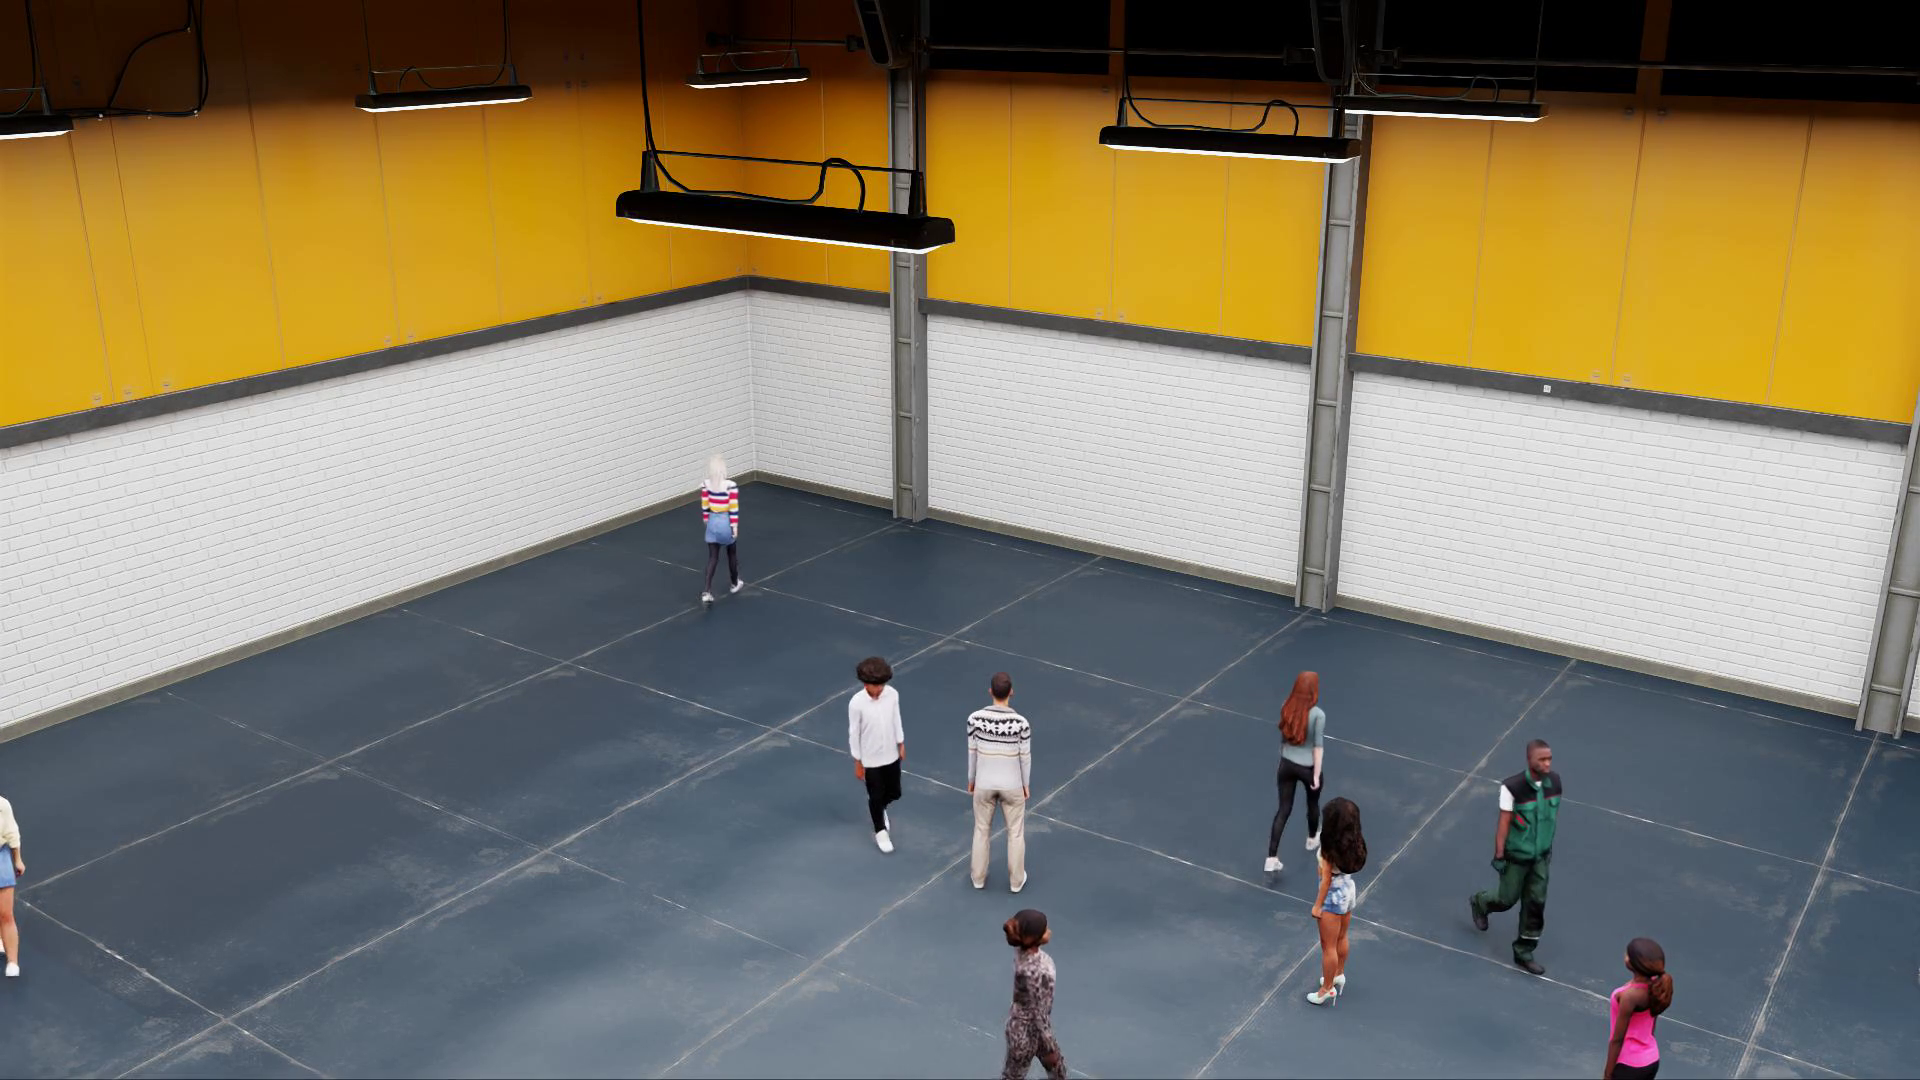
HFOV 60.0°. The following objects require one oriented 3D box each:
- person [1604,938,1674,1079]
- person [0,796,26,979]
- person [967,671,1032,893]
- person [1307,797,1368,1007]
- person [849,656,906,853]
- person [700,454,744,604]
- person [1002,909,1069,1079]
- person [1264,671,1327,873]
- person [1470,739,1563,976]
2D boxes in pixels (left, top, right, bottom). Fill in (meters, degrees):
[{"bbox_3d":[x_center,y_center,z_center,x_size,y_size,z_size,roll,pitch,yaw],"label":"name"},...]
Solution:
[{"bbox_3d":[4.066,3.162,10.028,0.632,1.723,0.654,-12,22,-31],"label":"person"},{"bbox_3d":[-7.254,2.440,12.406,1.001,1.574,1.227,-10,21,-27],"label":"person"},{"bbox_3d":[0.312,1.958,13.405,0.661,1.850,0.808,3,19,9],"label":"person"},{"bbox_3d":[2.685,2.577,11.916,0.535,1.626,0.544,12,22,33],"label":"person"},{"bbox_3d":[-0.734,1.763,14.077,0.880,1.790,0.962,-11,21,-29],"label":"person"},{"bbox_3d":[-2.872,-0.098,19.638,1.145,1.770,0.937,5,19,16],"label":"person"},{"bbox_3d":[0.334,3.069,10.375,1.098,1.679,0.933,1,19,2],"label":"person"},{"bbox_3d":[2.738,1.945,13.686,1.110,1.696,0.683,14,23,36],"label":"person"},{"bbox_3d":[4.166,2.299,12.440,1.027,1.820,1.154,-7,20,-20],"label":"person"}]
